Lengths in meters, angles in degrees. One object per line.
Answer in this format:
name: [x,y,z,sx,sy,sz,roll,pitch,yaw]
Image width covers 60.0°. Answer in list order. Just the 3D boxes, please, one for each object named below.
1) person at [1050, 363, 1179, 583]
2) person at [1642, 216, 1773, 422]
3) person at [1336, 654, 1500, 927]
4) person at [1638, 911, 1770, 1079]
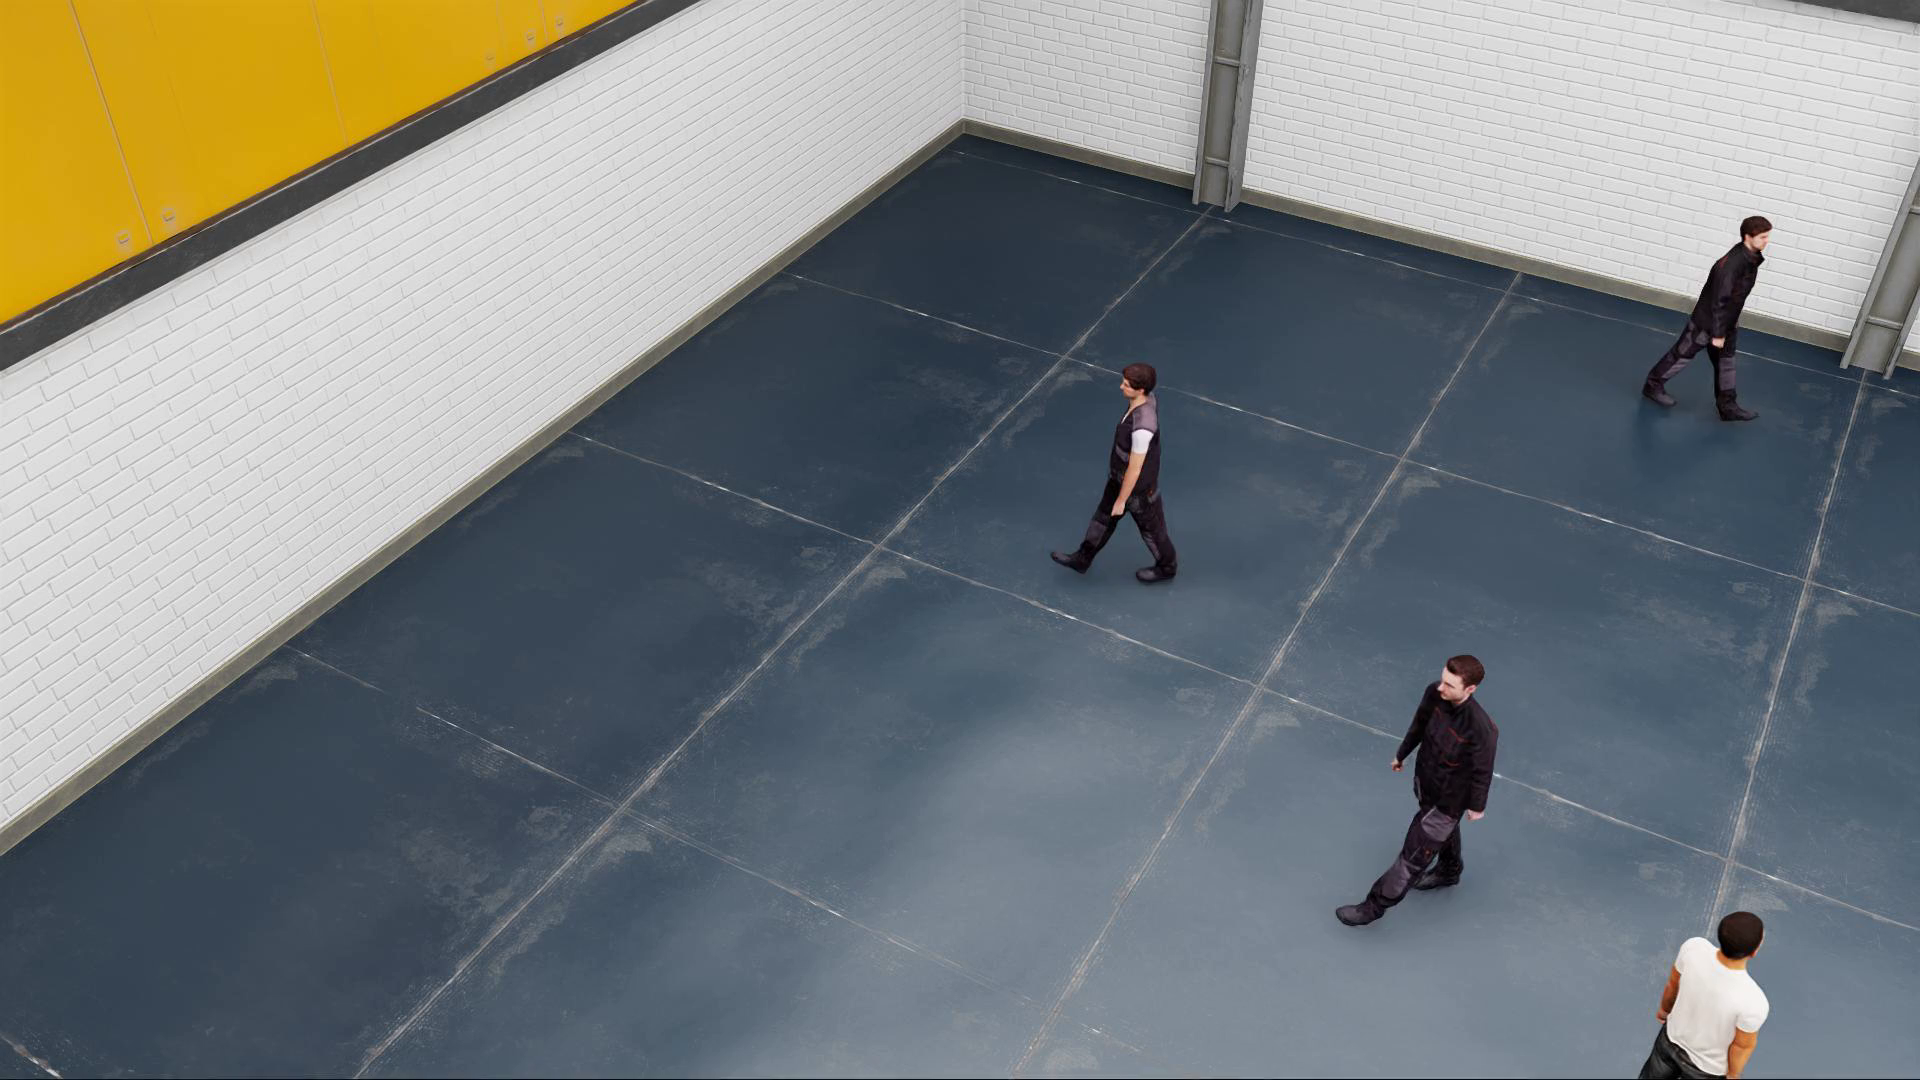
person: [1.306,-0.412,11.395,1.250,1.810,1.074,-1,39,-2]
person: [5.867,-1.771,13.116,0.945,1.786,1.223,-31,48,-33]
person: [2.713,1.352,9.145,1.213,1.862,1.171,-11,40,-14]
person: [3.483,2.395,7.883,0.774,1.807,0.669,-17,42,-20]
